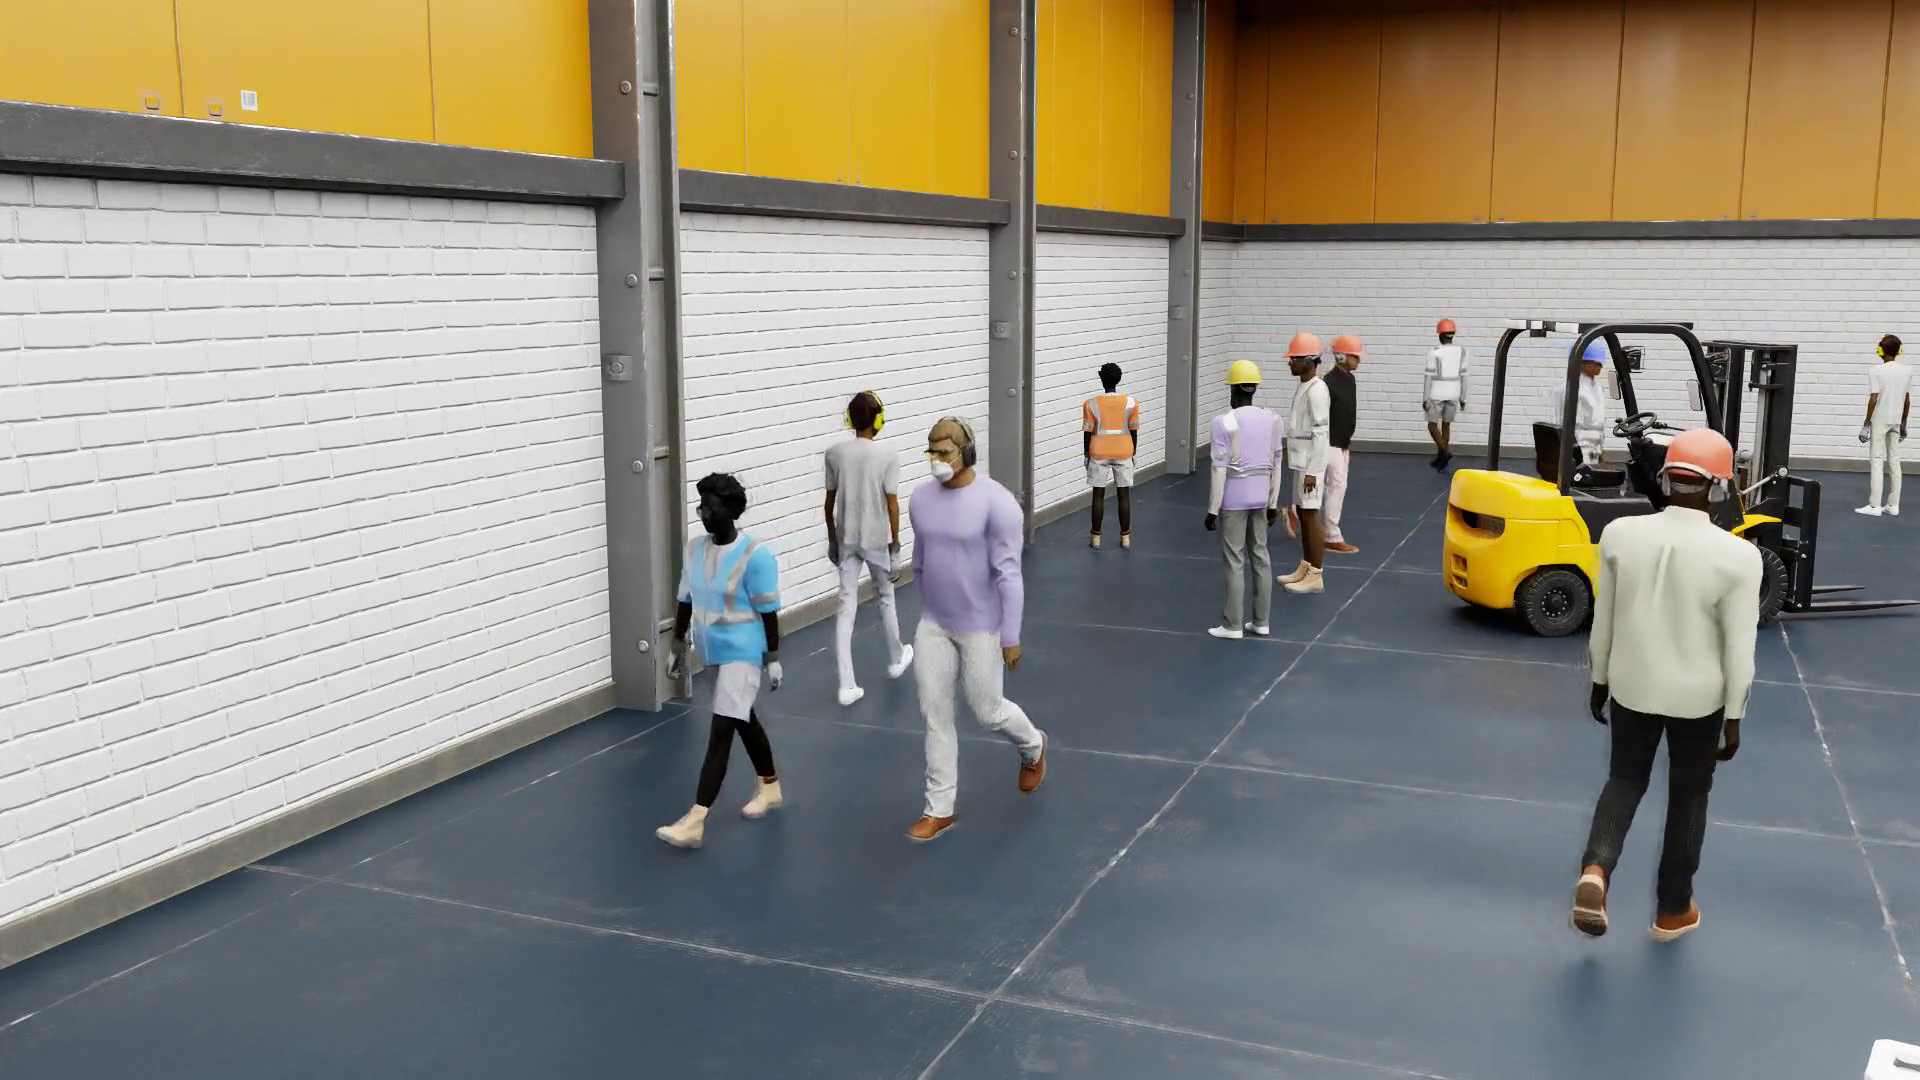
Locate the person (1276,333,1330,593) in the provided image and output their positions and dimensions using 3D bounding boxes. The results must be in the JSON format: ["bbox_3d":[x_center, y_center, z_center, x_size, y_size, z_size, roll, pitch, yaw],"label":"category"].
[{"bbox_3d":[2.695,-0.600,13.071,0.389,2.041,0.614,0,9,2],"label":"person"}]

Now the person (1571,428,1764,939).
[{"bbox_3d":[2.614,0.568,6.182,0.615,1.976,0.669,8,12,41],"label":"person"}]

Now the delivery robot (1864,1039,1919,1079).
[{"bbox_3d":[2.770,1.535,4.348,0.707,0.478,0.477,6,11,34],"label":"delivery robot"}]

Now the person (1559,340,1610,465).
[{"bbox_3d":[5.437,-0.816,14.743,0.609,1.928,0.776,-9,13,-43],"label":"person"}]

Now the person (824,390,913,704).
[{"bbox_3d":[-0.553,0.022,9.992,0.554,1.809,0.957,3,10,17],"label":"person"}]

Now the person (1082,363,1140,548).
[{"bbox_3d":[1.367,-0.761,15.116,0.532,1.694,0.320,0,9,-2],"label":"person"}]

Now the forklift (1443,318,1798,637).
[{"bbox_3d":[4.706,-0.497,11.990,2.313,2.155,1.214,-2,10,-10],"label":"forklift"}]

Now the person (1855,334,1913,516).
[{"bbox_3d":[9.514,-1.179,17.121,0.521,1.865,0.319,-2,10,-11],"label":"person"}]

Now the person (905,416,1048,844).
[{"bbox_3d":[0.075,0.376,7.587,0.636,1.915,0.848,7,12,38],"label":"person"}]

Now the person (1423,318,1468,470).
[{"bbox_3d":[6.084,-1.822,20.850,0.560,1.918,0.760,-1,9,-8],"label":"person"}]

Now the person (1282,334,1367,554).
[{"bbox_3d":[3.272,-0.876,14.957,0.744,1.971,0.638,6,11,32],"label":"person"}]

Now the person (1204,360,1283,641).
[{"bbox_3d":[1.932,-0.272,11.434,0.594,1.924,0.382,-5,11,-28],"label":"person"}]

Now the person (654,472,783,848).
[{"bbox_3d":[-1.079,0.516,7.469,0.551,1.645,0.862,8,12,39],"label":"person"}]
